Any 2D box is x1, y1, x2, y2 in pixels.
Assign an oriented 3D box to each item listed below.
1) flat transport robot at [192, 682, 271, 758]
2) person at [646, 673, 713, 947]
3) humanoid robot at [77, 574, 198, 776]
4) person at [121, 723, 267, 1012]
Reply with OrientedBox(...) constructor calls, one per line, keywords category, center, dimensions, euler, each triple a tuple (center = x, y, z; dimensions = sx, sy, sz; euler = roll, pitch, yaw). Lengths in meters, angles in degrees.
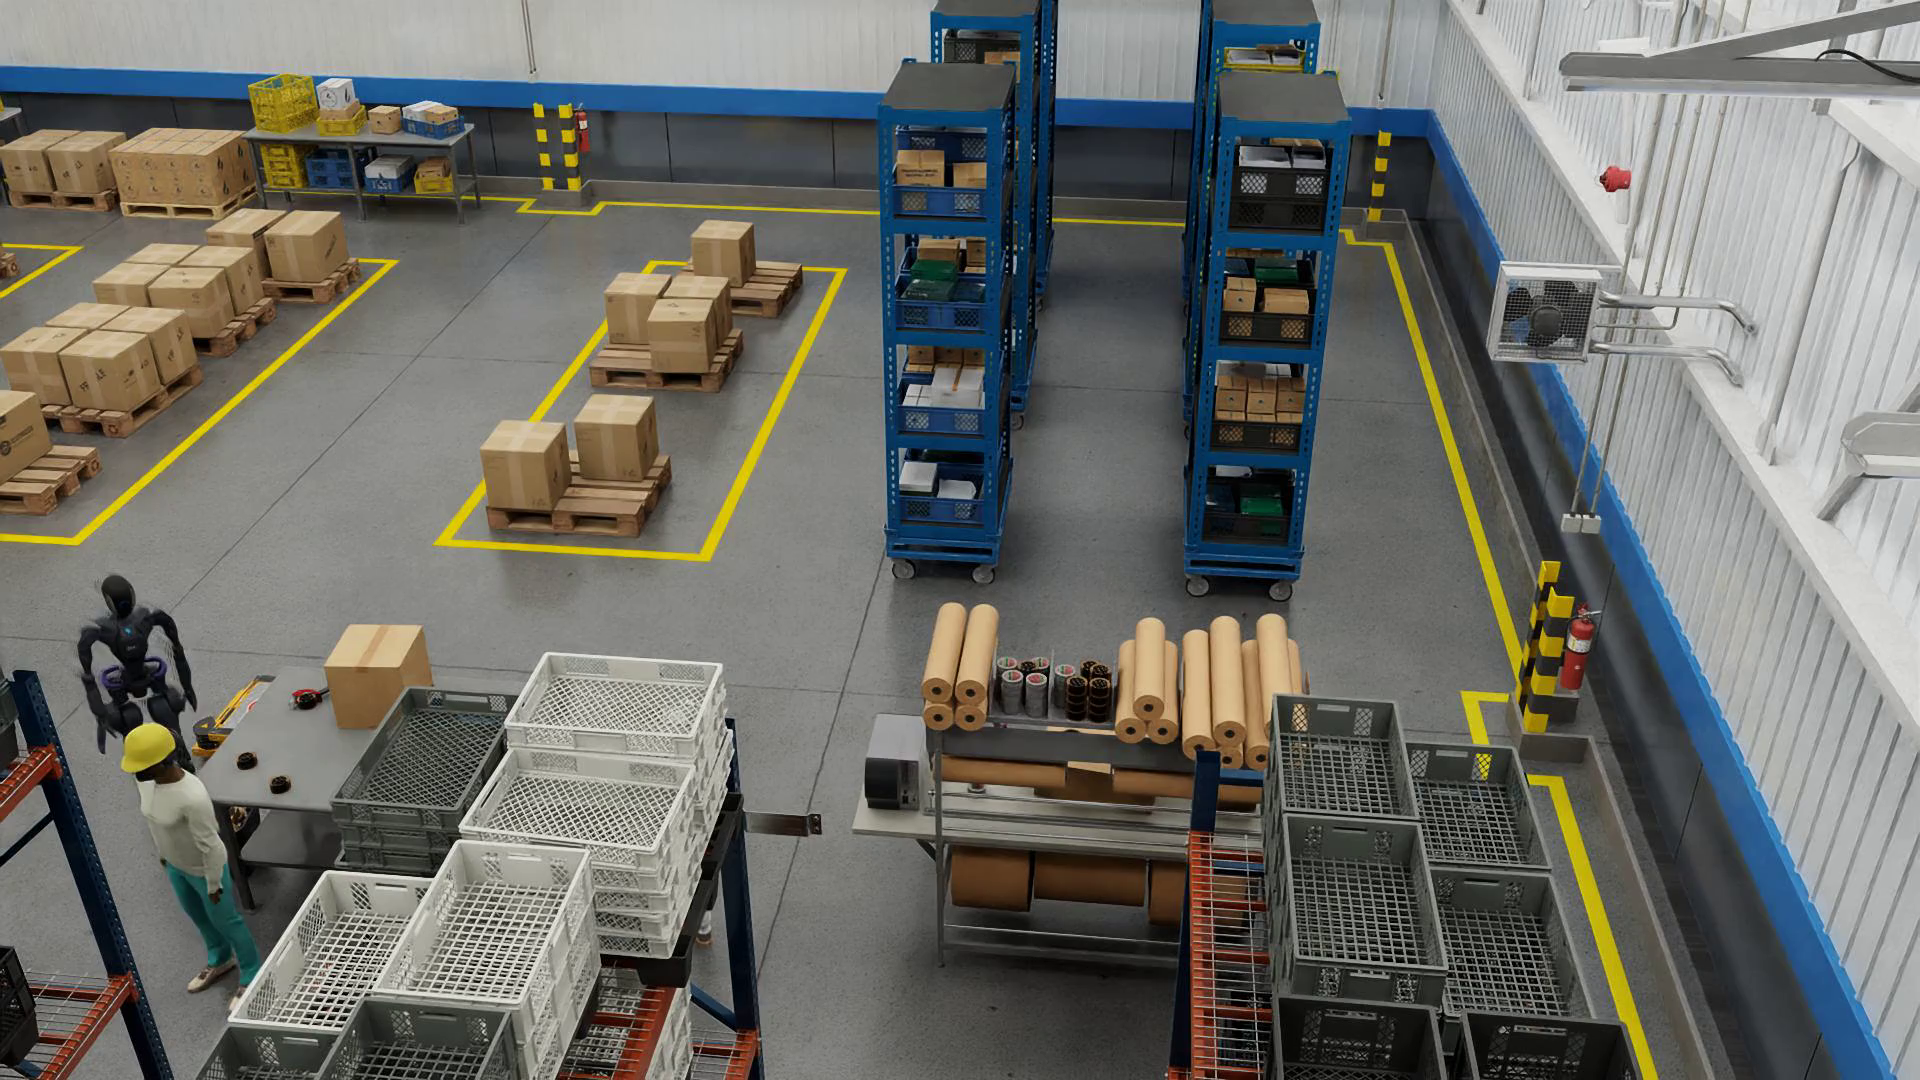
OrientedBox(category="flat transport robot", center=(-4.089, 1.163, 10.648), dimensions=(1.431, 0.197, 0.652), euler=(3, 30, 6))
OrientedBox(category="person", center=(-1.557, 1.427, 8.617), dimensions=(0.353, 1.882, 0.575), euler=(26, 39, 37))
OrientedBox(category="humanoid robot", center=(-4.791, 0.913, 9.717), dimensions=(0.590, 1.641, 0.561), euler=(-19, 35, -29))
OrientedBox(category="person", center=(-3.885, 1.637, 8.384), dimensions=(0.522, 1.758, 0.340), euler=(18, 35, 28))
